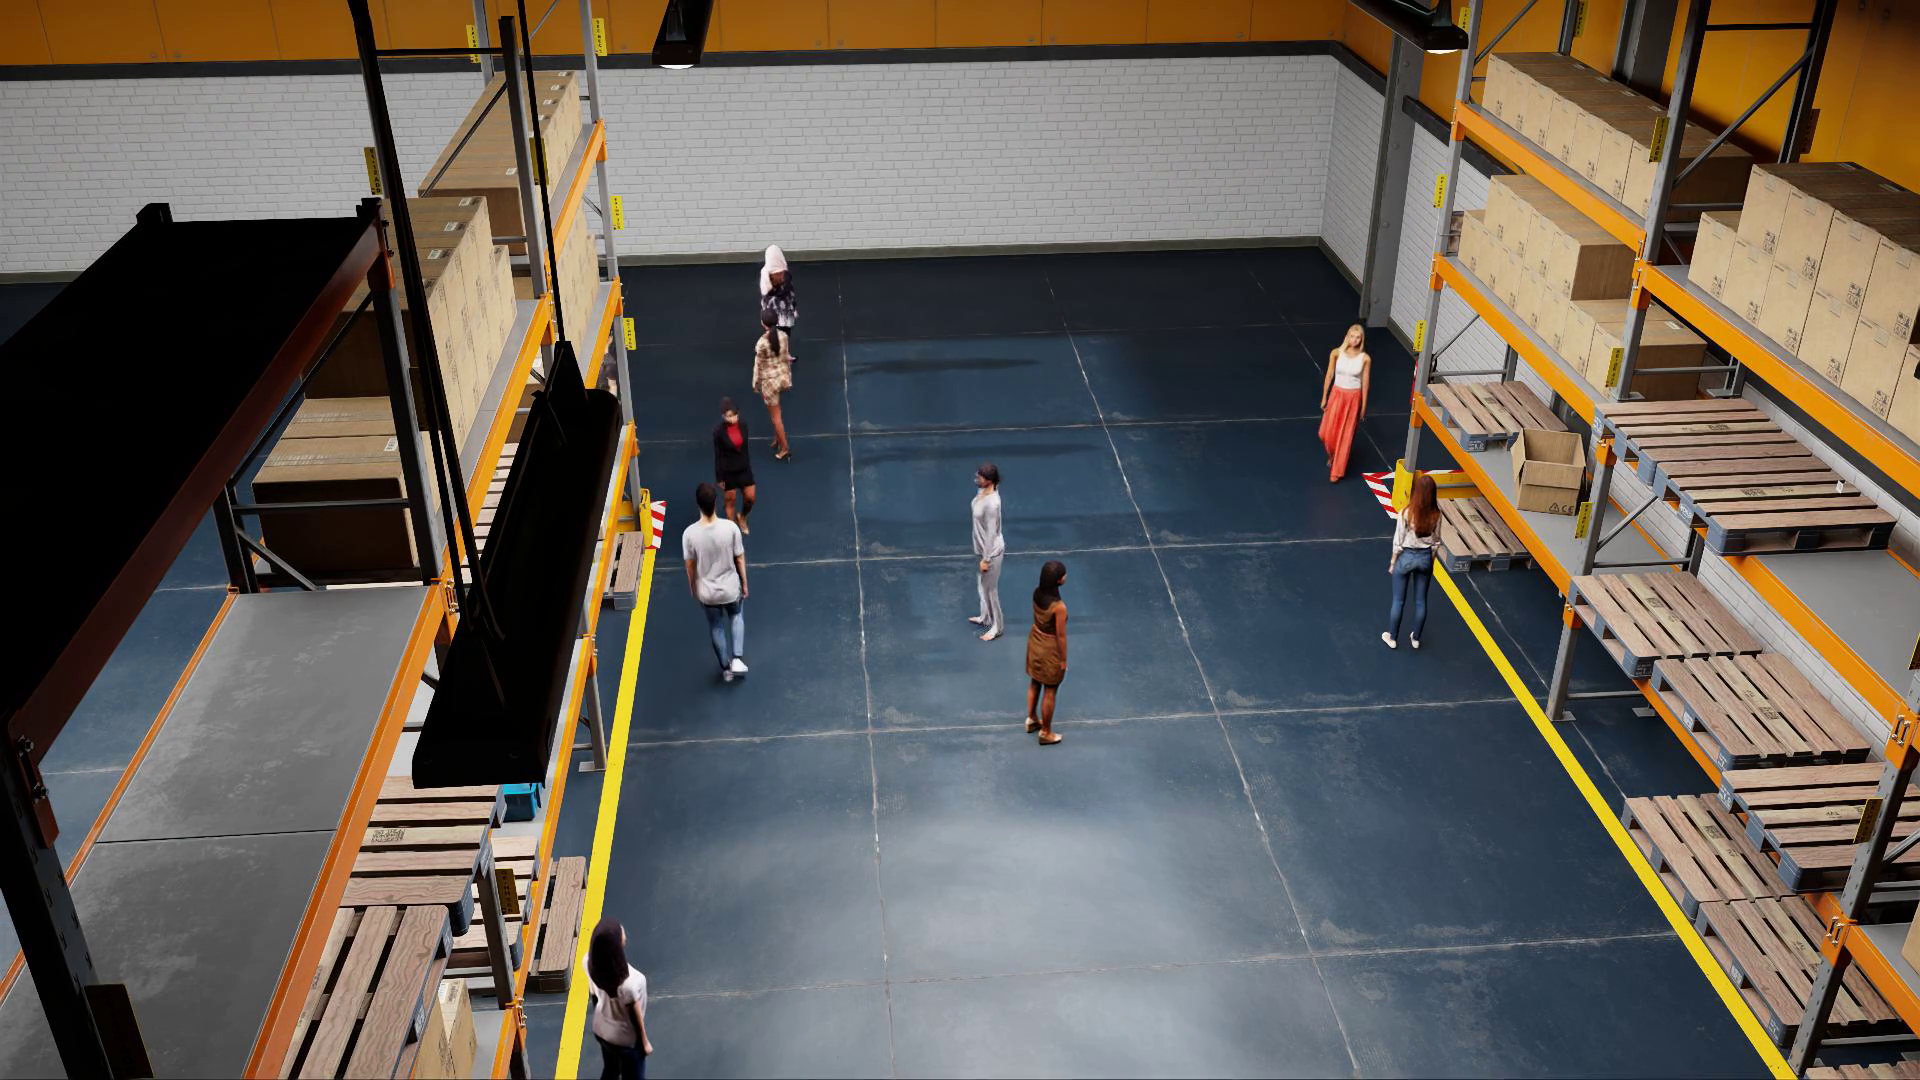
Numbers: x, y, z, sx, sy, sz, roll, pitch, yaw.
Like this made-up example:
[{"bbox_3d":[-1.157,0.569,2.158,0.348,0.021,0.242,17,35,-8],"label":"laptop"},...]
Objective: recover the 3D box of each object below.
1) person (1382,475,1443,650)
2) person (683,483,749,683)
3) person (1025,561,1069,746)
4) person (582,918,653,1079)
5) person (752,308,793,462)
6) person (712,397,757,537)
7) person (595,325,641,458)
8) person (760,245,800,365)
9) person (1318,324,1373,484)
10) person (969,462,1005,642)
[{"bbox_3d":[4.081,0.198,14.937,0.586,1.729,0.520,0,29,-1],"label":"person"},{"bbox_3d":[-2.093,0.435,14.355,0.709,1.870,0.720,-3,29,-5],"label":"person"},{"bbox_3d":[0.708,0.917,13.666,0.699,1.684,0.588,-16,33,-27],"label":"person"},{"bbox_3d":[-2.037,2.961,9.920,0.667,1.682,0.733,23,36,36],"label":"person"},{"bbox_3d":[-1.990,-1.674,18.316,0.804,1.780,0.745,20,35,32],"label":"person"},{"bbox_3d":[-2.303,-0.673,16.638,0.669,1.629,0.706,-17,33,-28],"label":"person"},{"bbox_3d":[-3.929,-1.484,18.080,1.033,1.672,1.159,18,34,30],"label":"person"},{"bbox_3d":[-2.286,-2.832,20.609,1.014,1.616,1.106,18,33,30],"label":"person"},{"bbox_3d":[4.185,-1.517,18.012,0.810,1.795,0.877,11,30,19],"label":"person"},{"bbox_3d":[0.265,0.055,15.159,0.679,1.767,0.468,-1,29,-1],"label":"person"}]
